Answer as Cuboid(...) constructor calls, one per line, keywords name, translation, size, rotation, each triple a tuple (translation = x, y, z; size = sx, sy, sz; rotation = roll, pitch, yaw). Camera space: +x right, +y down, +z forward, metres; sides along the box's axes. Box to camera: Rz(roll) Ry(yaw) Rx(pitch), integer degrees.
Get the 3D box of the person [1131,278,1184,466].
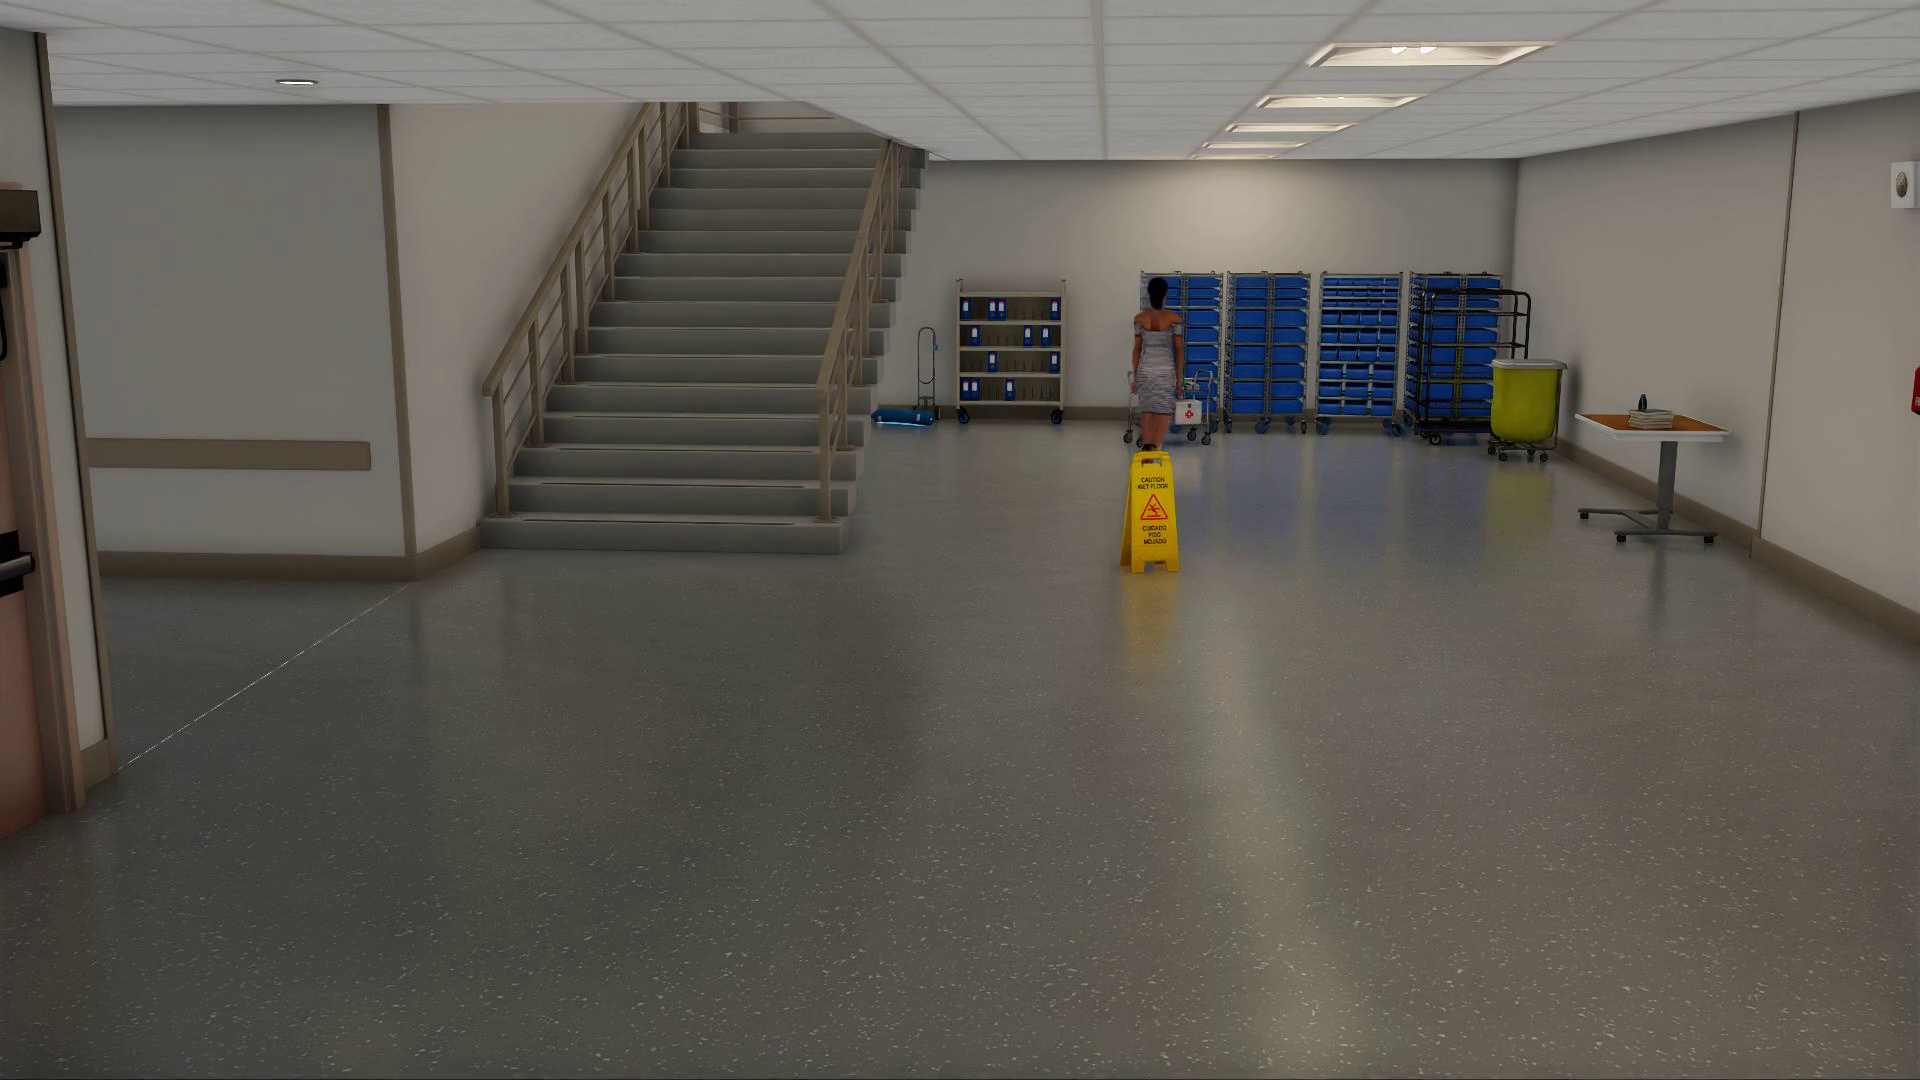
Cuboid(name="person", translation=(1.660, -1.330, 14.284), size=(0.767, 1.802, 1.013), rotation=(4, 11, 20))
